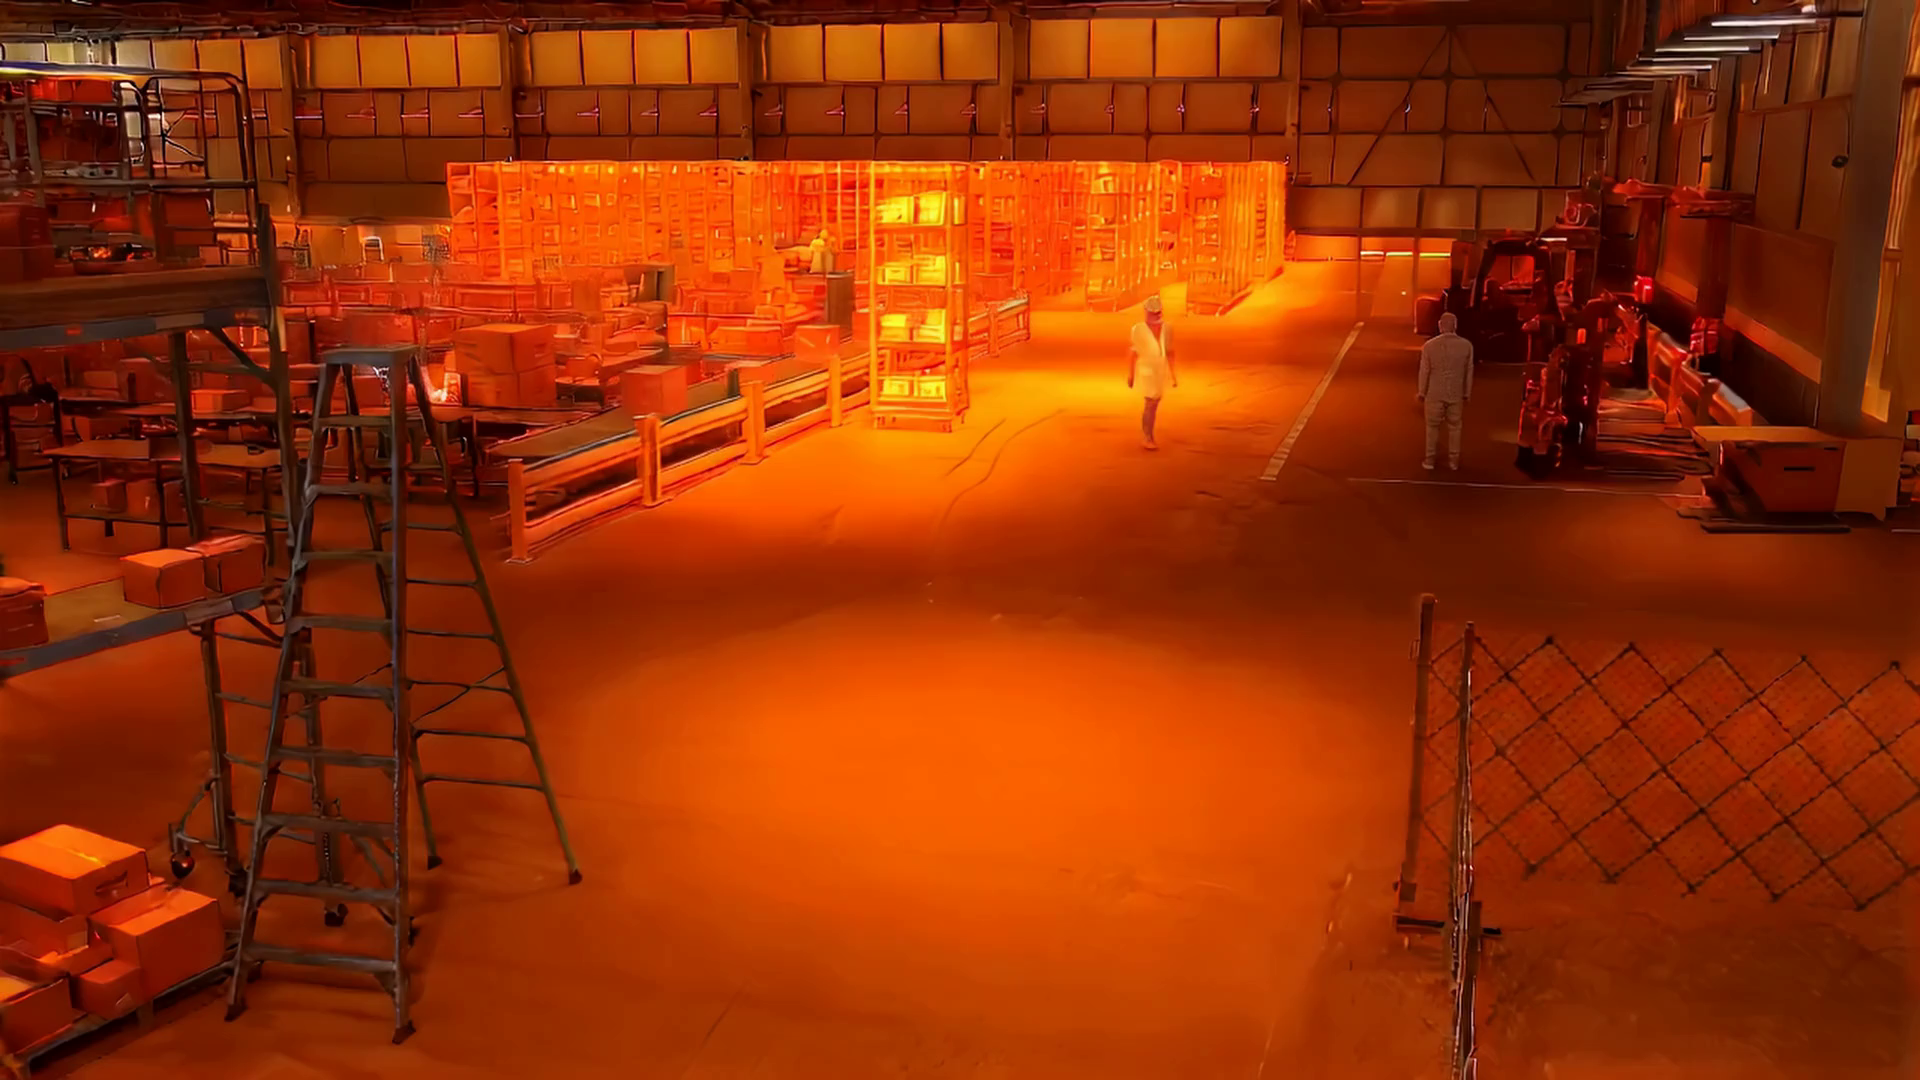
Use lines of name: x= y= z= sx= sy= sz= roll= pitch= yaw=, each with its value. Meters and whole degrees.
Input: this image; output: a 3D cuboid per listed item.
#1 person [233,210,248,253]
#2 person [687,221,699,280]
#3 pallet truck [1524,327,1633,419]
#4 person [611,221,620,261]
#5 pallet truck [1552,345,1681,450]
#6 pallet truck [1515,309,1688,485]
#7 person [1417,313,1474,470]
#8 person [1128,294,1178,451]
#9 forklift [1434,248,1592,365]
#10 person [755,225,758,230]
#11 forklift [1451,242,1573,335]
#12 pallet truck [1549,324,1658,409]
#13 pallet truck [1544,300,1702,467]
person: x=-27.191 y=-11.631 z=62.993 sx=0.606 sy=1.730 sz=0.404 roll=-7 pitch=15 yaw=-27
person: x=-8.158 y=-8.871 z=50.871 sx=0.403 sy=1.837 sz=0.591 roll=-5 pitch=14 yaw=-21
pallet truck: x=9.065 y=-2.460 z=24.370 sx=1.522 sy=1.261 sz=0.704 roll=3 pitch=13 yaw=14
person: x=-10.464 y=-8.955 z=50.987 sx=0.389 sy=1.949 sz=0.604 roll=8 pitch=15 yaw=32
pallet truck: x=8.641 y=-1.896 z=21.908 sx=1.630 sy=1.274 sz=0.653 roll=4 pitch=14 yaw=16
pallet truck: x=7.554 y=-1.677 z=19.446 sx=1.885 sy=1.965 sz=0.823 roll=3 pitch=13 yaw=14
person: x=5.862 y=-1.793 z=20.149 sx=0.653 sy=1.904 sz=0.405 roll=1 pitch=13 yaw=3
person: x=2.509 y=-2.135 z=21.355 sx=0.633 sy=2.024 sz=0.579 roll=-6 pitch=14 yaw=-23
forklift: x=9.780 y=-4.111 z=29.280 sx=2.680 sy=1.987 sz=1.157 roll=3 pitch=13 yaw=14
person: x=-6.533 y=-9.536 z=53.812 sx=0.596 sy=1.802 sz=0.916 roll=3 pitch=13 yaw=12
forklift: x=10.464 y=-4.597 z=31.405 sx=2.680 sy=1.987 sz=1.157 roll=4 pitch=14 yaw=16
pallet truck: x=9.824 y=-2.669 z=25.407 sx=1.601 sy=1.201 sz=0.680 roll=4 pitch=14 yaw=16
pallet truck: x=8.263 y=-1.952 z=20.631 sx=1.885 sy=1.965 sz=0.823 roll=5 pitch=14 yaw=20
